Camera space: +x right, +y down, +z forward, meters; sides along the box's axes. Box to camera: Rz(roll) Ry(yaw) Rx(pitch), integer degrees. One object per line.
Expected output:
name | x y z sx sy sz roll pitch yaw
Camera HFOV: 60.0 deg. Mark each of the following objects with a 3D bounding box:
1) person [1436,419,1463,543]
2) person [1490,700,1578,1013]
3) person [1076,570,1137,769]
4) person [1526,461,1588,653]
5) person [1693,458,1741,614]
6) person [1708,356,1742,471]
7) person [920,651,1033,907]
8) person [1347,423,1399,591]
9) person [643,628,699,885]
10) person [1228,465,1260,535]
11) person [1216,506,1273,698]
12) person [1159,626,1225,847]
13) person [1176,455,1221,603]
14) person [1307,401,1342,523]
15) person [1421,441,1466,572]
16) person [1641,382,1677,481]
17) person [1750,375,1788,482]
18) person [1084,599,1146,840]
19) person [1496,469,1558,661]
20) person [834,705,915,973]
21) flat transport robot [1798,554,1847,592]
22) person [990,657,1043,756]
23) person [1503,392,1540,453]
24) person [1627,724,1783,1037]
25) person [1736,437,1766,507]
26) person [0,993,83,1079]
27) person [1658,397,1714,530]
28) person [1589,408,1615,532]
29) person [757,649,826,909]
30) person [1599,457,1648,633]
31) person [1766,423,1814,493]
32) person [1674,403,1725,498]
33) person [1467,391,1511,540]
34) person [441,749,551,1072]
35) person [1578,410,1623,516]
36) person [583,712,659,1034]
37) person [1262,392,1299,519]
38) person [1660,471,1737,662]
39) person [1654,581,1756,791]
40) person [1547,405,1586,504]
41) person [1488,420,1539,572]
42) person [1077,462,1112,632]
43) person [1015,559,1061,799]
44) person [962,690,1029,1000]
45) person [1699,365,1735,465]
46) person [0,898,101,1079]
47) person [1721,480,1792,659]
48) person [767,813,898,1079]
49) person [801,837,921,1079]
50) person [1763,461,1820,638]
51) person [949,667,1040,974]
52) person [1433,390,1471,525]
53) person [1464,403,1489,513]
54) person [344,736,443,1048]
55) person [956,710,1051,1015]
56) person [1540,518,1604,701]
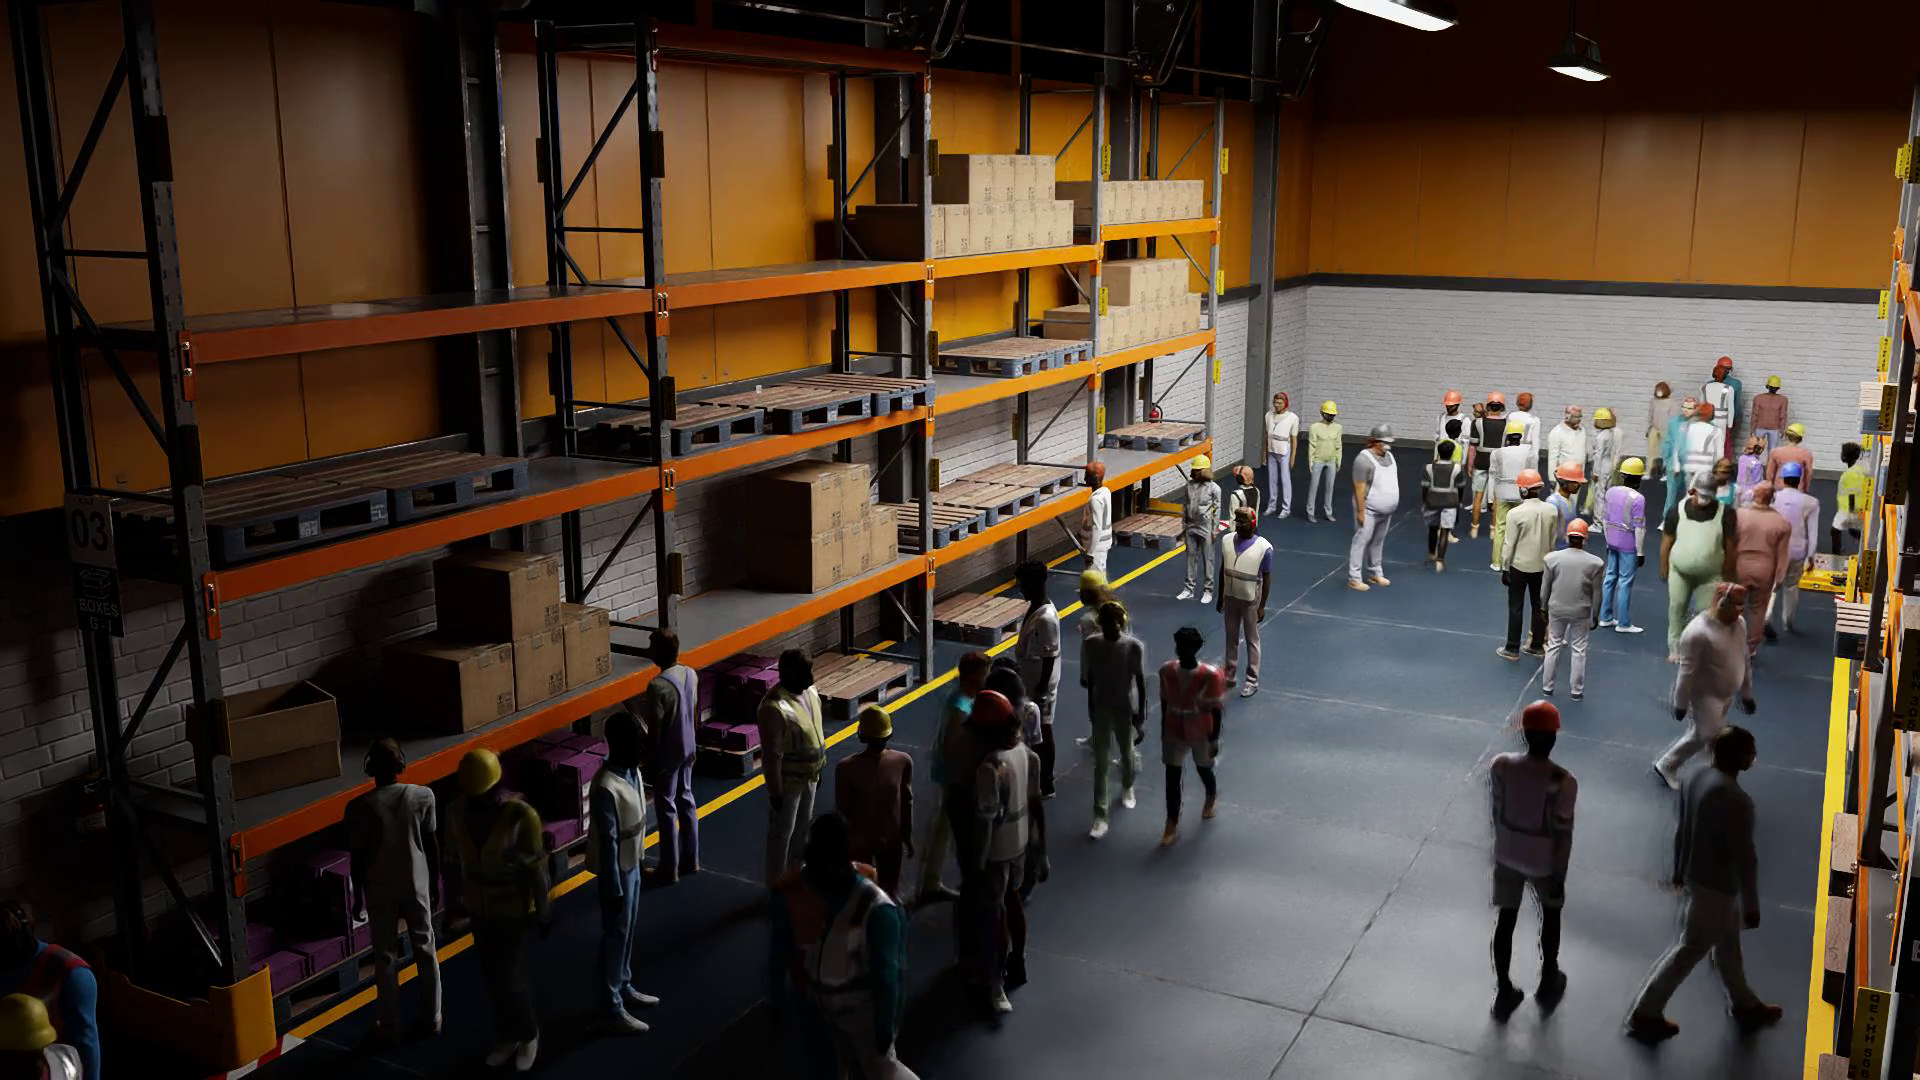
person | 6.605 -0.801 22.496 0.320 1.689 0.536 -3 13 -13
person | 3.469 1.878 10.034 0.538 1.898 0.777 10 16 37
person | 1.183 1.083 14.046 0.832 1.675 0.532 11 16 39
person | 6.260 0.175 17.360 0.432 2.032 0.610 11 17 40
person | 8.542 -0.064 18.921 0.562 1.820 0.666 2 13 9
person | 12.411 -1.998 27.157 0.620 1.994 0.381 -2 13 -7
person | 0.117 1.634 11.327 0.876 1.798 0.590 0 13 0
person | 5.004 -0.414 19.962 0.692 2.000 0.538 -9 16 -36
person | -2.047 1.520 11.780 0.357 1.835 0.516 6 14 26
person | 3.288 -0.058 19.300 0.315 1.629 0.509 12 17 42
person | 2.724 0.576 15.968 0.567 1.846 0.389 12 17 42
person | 1.775 1.425 12.616 0.542 1.667 0.828 7 14 27
person | 2.790 -0.132 19.371 0.483 1.745 0.305 10 16 38
person | 5.211 -1.112 23.733 0.528 1.761 0.340 -3 13 -13
person | 6.085 -0.439 20.986 0.521 1.642 0.868 7 14 27
person | 11.289 -1.738 26.892 0.723 1.601 0.587 -8 15 -33
person | 12.964 -1.771 26.681 0.527 1.761 0.346 4 13 16
person | 1.217 1.307 12.805 0.546 1.815 1.007 4 13 17
person | 5.822 0.254 17.103 0.615 1.986 0.408 -4 13 -17
person | -0.524 1.872 10.349 0.522 1.768 0.311 -5 14 -23
flat transport robot | 10.566 0.372 20.441 0.652 0.197 1.431 7 14 28
person | 0.306 1.637 11.555 0.533 1.697 0.319 -1 13 -6
person | 7.976 -1.174 23.748 0.348 1.878 0.583 -11 17 -40
person | 4.379 1.971 9.642 0.994 1.891 0.646 0 13 0
person | 10.116 -0.522 21.373 0.314 1.632 0.524 0 13 2
person | -3.717 2.663 6.681 0.403 1.825 0.593 6 14 25
person | 10.073 -1.044 23.100 0.637 1.904 0.403 10 16 37
person | 8.909 -0.972 23.157 0.320 1.737 0.483 10 16 39
person | -1.127 1.622 11.333 0.431 1.835 0.622 5 14 22
person | 7.248 0.053 18.127 0.363 1.927 0.587 -4 13 -19
person | 10.842 -0.663 21.767 0.546 1.742 0.464 9 15 35
person | 10.254 -0.987 23.006 1.053 1.824 0.579 -9 16 -36
person | 7.235 -1.010 22.664 0.613 2.031 0.410 4 13 16
person | -2.592 2.047 9.237 0.596 1.902 0.474 4 13 17
person | 9.402 -1.144 24.294 0.886 1.571 0.556 -11 17 -40
person | -2.004 1.927 9.762 0.375 1.916 0.592 0 13 2
person | 4.645 -1.232 24.086 0.388 1.838 0.563 -11 16 -40
person | 7.485 0.263 16.933 0.701 2.000 0.547 6 14 25
person | 5.902 1.206 13.140 0.624 1.861 0.942 -8 15 -32
person | 8.179 -0.880 22.392 0.650 1.895 0.400 -7 14 -29
person | 6.899 -0.542 20.816 0.586 1.918 0.396 4 13 17
person | 1.476 0.072 18.145 0.355 1.882 0.576 3 13 12
person | 0.617 1.110 13.322 0.374 1.959 0.603 -1 13 -6
person | 0.213 1.844 10.108 0.387 1.930 0.545 7 14 27
person | 12.235 -1.891 26.934 0.355 1.883 0.575 -11 17 -41
person | -4.176 2.476 7.497 0.634 1.836 0.429 2 13 7
person | 8.091 0.326 16.974 0.662 1.891 0.642 6 14 24
person | -0.584 2.276 8.237 0.605 1.894 0.779 -9 15 -35
person | -0.504 2.307 8.338 0.655 1.798 0.845 10 16 37
person | 8.862 0.124 17.894 0.618 1.916 0.866 7 15 30
person | 0.220 1.731 10.357 0.546 2.000 0.721 9 15 34
person | 6.953 -1.172 23.616 0.386 1.929 0.543 -10 16 -37
person | 7.631 -1.208 24.449 0.315 1.629 0.508 -2 13 -8
person | -3.242 2.008 9.560 0.505 1.846 0.346 -8 15 -31
person | 0.284 1.904 10.062 0.488 1.821 0.932 -4 13 -19
person | 5.819 0.655 15.846 0.566 1.744 0.350 7 14 28
